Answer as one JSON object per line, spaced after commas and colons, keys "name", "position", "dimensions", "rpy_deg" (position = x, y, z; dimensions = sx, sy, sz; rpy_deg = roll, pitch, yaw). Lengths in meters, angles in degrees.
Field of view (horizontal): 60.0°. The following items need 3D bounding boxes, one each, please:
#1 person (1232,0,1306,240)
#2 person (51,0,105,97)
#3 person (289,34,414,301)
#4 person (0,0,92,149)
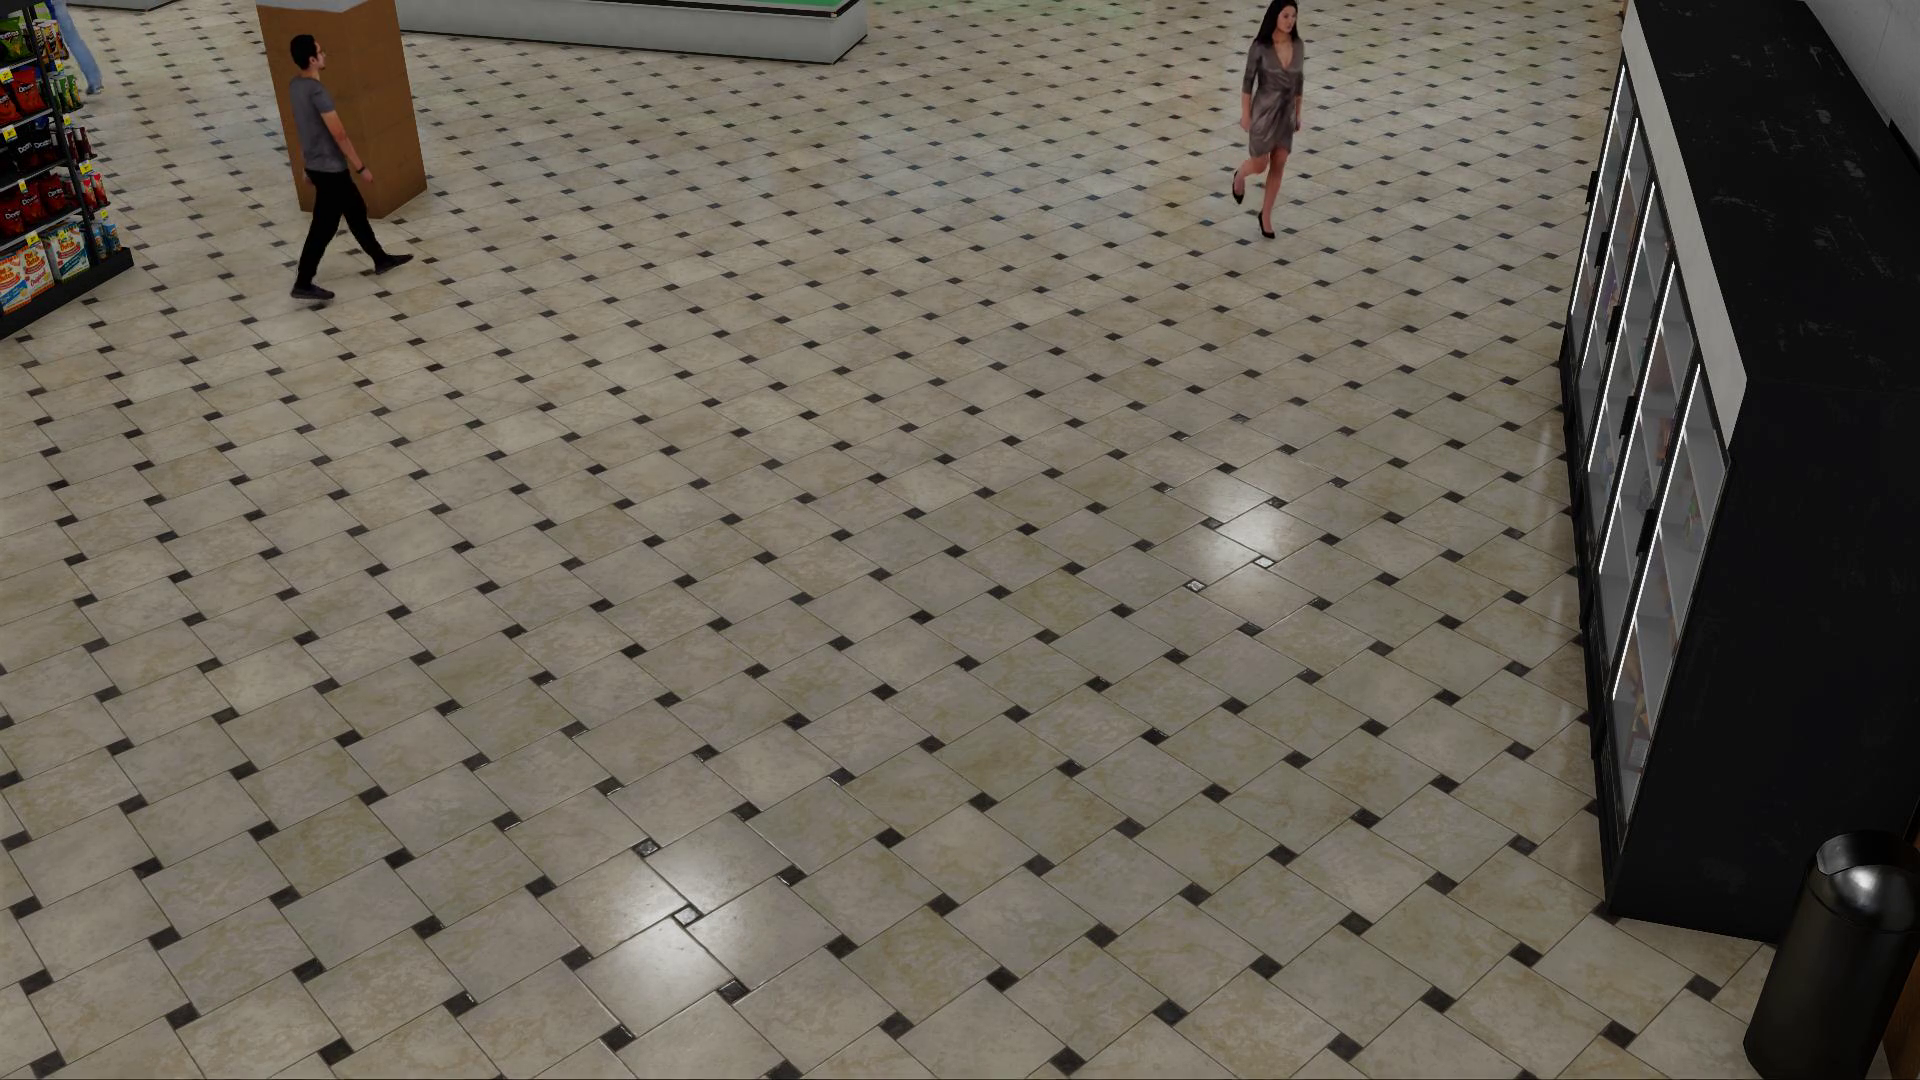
{"name": "person", "position": [2.228, -3.071, 12.054], "dimensions": [0.889, 1.733, 0.904], "rpy_deg": [-10, 33, -15]}
{"name": "person", "position": [-8.086, -4.790, 14.739], "dimensions": [1.277, 1.815, 0.890], "rpy_deg": [17, 36, 25]}
{"name": "person", "position": [-4.268, -2.420, 11.027], "dimensions": [1.142, 1.712, 1.175], "rpy_deg": [-23, 38, -32]}
{"name": "person", "position": [-7.548, -4.047, 13.547], "dimensions": [0.680, 1.812, 0.734], "rpy_deg": [19, 37, 28]}
